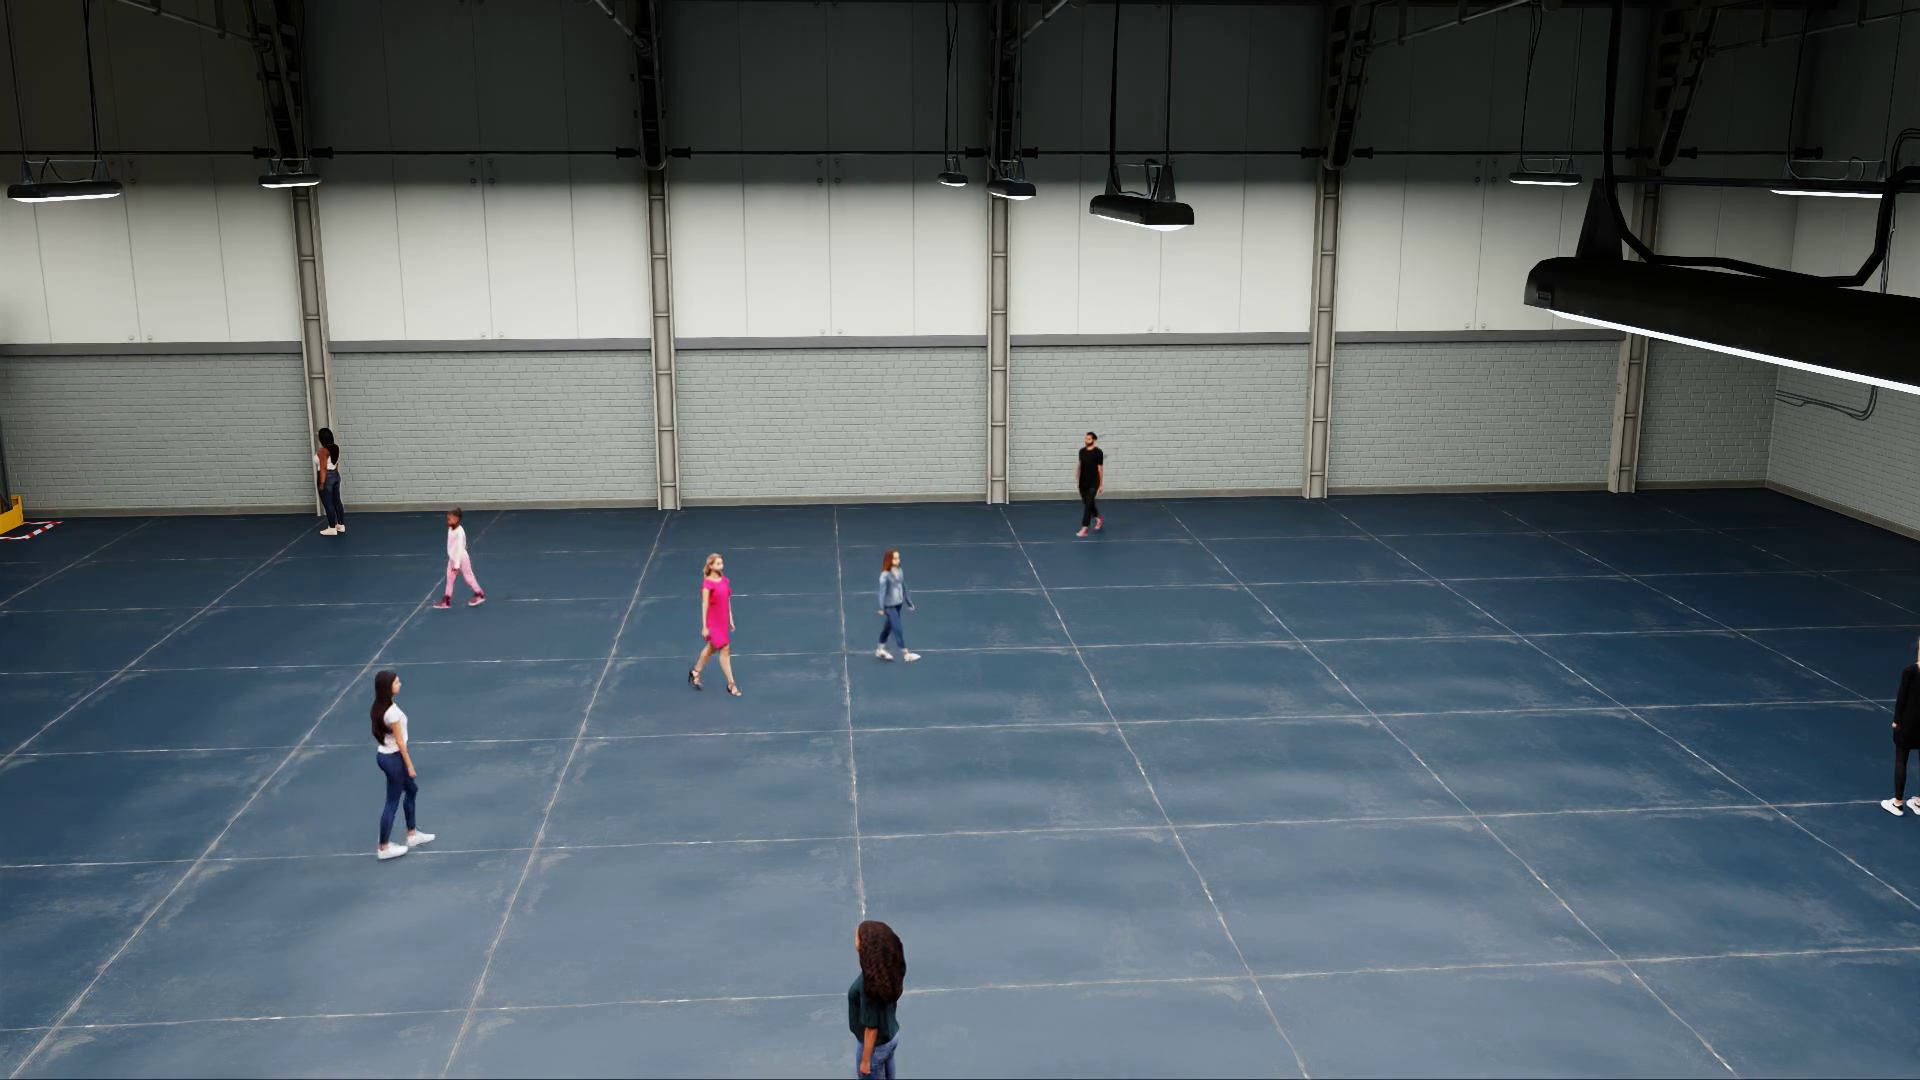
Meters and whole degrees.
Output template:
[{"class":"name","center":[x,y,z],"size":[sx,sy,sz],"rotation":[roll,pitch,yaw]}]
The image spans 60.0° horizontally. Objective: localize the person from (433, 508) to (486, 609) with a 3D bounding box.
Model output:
[{"class":"person","center":[-7.007,0.264,23.478],"size":[1.040,1.413,0.939],"rotation":[-13,18,-43]}]

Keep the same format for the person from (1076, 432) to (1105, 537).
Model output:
[{"class":"person","center":[2.226,-0.951,28.027],"size":[1.121,1.730,1.168],"rotation":[10,17,38]}]

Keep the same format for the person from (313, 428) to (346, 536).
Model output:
[{"class":"person","center":[-10.634,-0.999,28.056],"size":[0.701,1.809,0.716],"rotation":[3,13,12]}]

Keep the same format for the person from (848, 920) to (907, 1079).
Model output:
[{"class":"person","center":[-0.523,3.166,10.502],"size":[0.724,1.615,0.697],"rotation":[5,14,20]}]

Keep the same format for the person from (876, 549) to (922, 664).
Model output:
[{"class":"person","center":[-0.909,0.831,20.959],"size":[1.018,1.445,0.885],"rotation":[7,15,29]}]

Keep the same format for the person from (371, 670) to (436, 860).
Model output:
[{"class":"person","center":[-5.210,2.050,15.010],"size":[0.899,1.755,0.802],"rotation":[-9,16,-33]}]

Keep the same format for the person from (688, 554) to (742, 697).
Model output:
[{"class":"person","center":[-2.953,0.999,19.700],"size":[1.099,1.686,0.930],"rotation":[7,15,27]}]

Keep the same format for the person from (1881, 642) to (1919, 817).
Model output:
[{"class":"person","center":[9.259,1.783,16.060],"size":[0.479,1.802,0.679],"rotation":[0,13,1]}]
